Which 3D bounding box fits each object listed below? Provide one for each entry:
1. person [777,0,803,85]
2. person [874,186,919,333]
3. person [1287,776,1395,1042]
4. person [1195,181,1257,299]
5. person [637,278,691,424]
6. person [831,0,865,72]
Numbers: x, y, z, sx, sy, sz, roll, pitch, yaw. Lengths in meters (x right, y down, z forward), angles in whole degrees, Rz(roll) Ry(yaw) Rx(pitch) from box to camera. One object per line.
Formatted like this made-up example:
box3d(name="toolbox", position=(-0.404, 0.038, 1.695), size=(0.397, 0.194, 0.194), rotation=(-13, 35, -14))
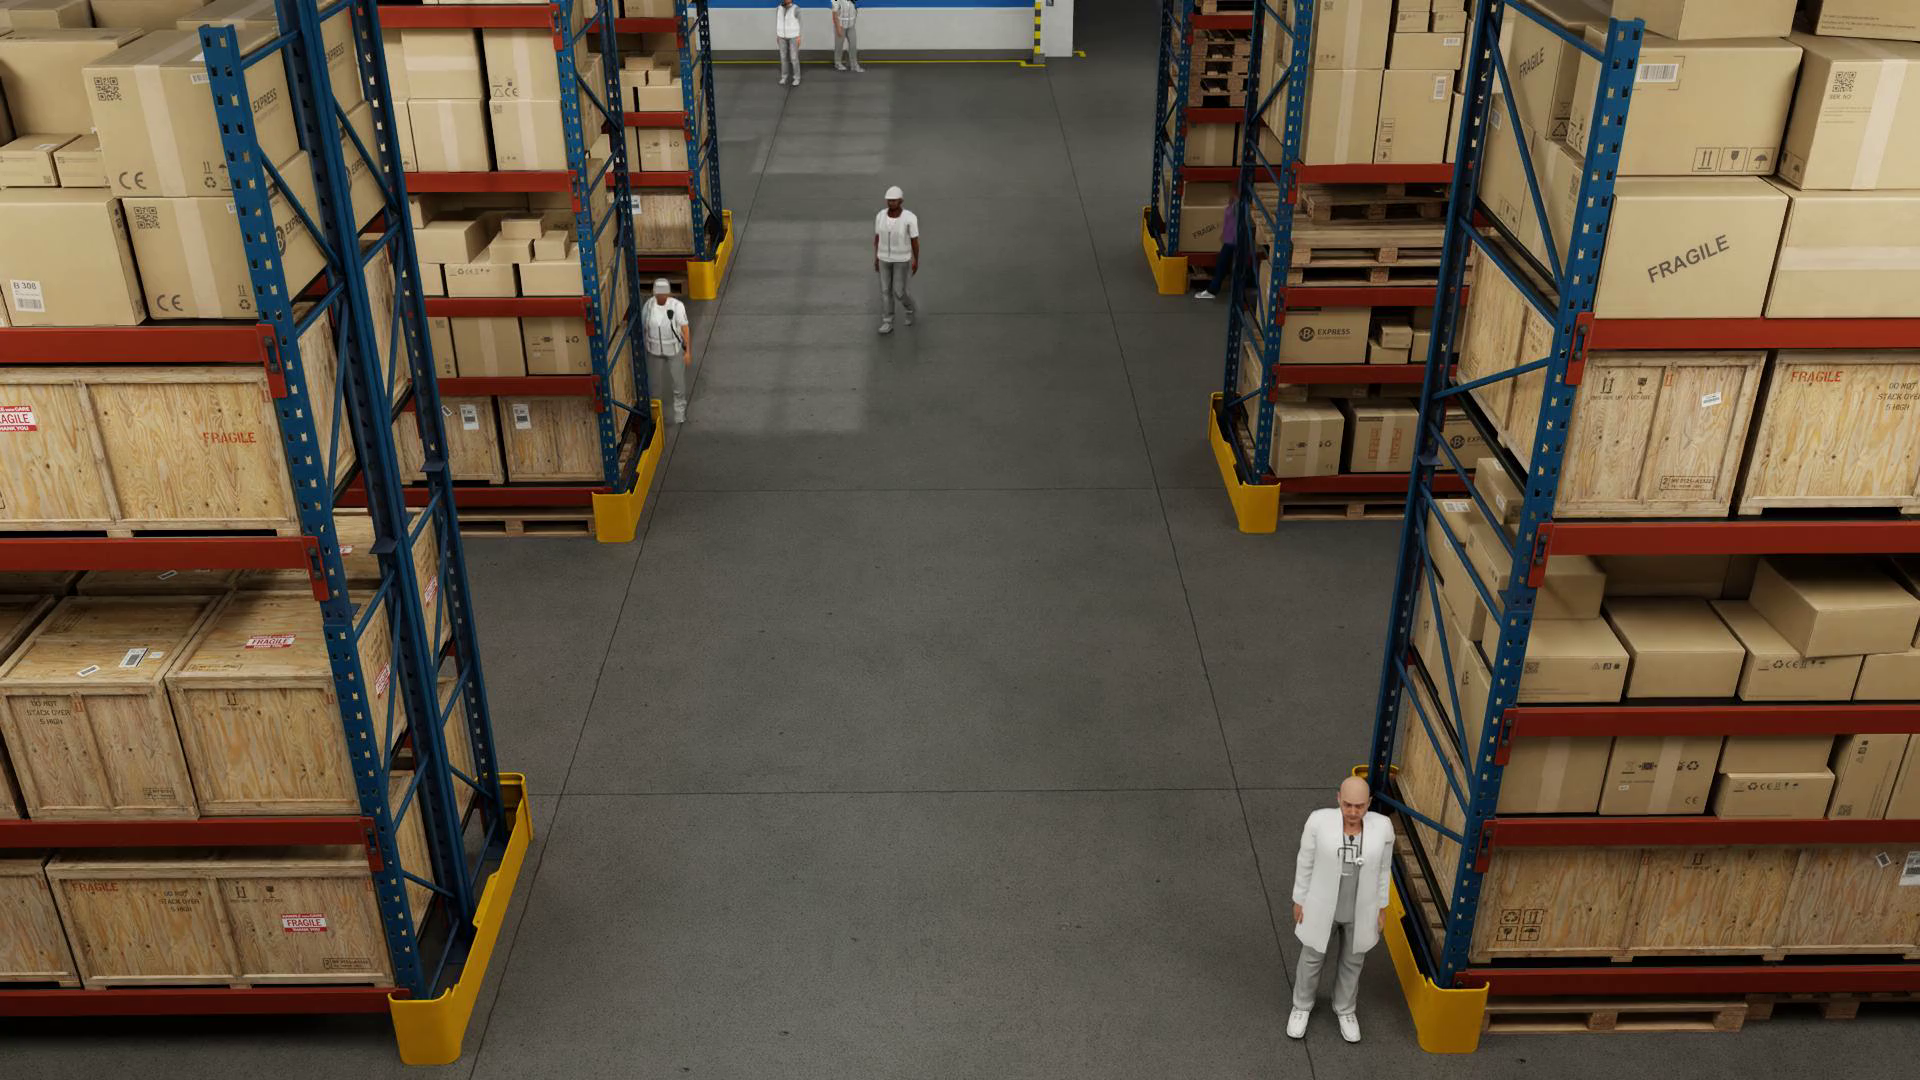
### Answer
box3d(name="person", position=(-3.286, -9.630, 31.814), size=(0.531, 1.774, 0.401), rotation=(9, 29, 16))
box3d(name="person", position=(-0.799, -3.409, 20.233), size=(0.576, 1.767, 0.600), rotation=(11, 30, 20))
box3d(name="person", position=(2.252, 2.183, 9.826), size=(0.566, 1.782, 0.383), rotation=(3, 28, 5))
box3d(name="person", position=(3.505, -3.814, 21.190), size=(0.906, 1.571, 0.426), rotation=(9, 30, 16))
box3d(name="person", position=(-3.162, -2.023, 17.780), size=(0.587, 1.667, 0.467), rotation=(3, 28, 5))
box3d(name="person", position=(-2.256, -10.120, 32.706), size=(0.579, 1.747, 0.702), rotation=(-17, 33, -28))
